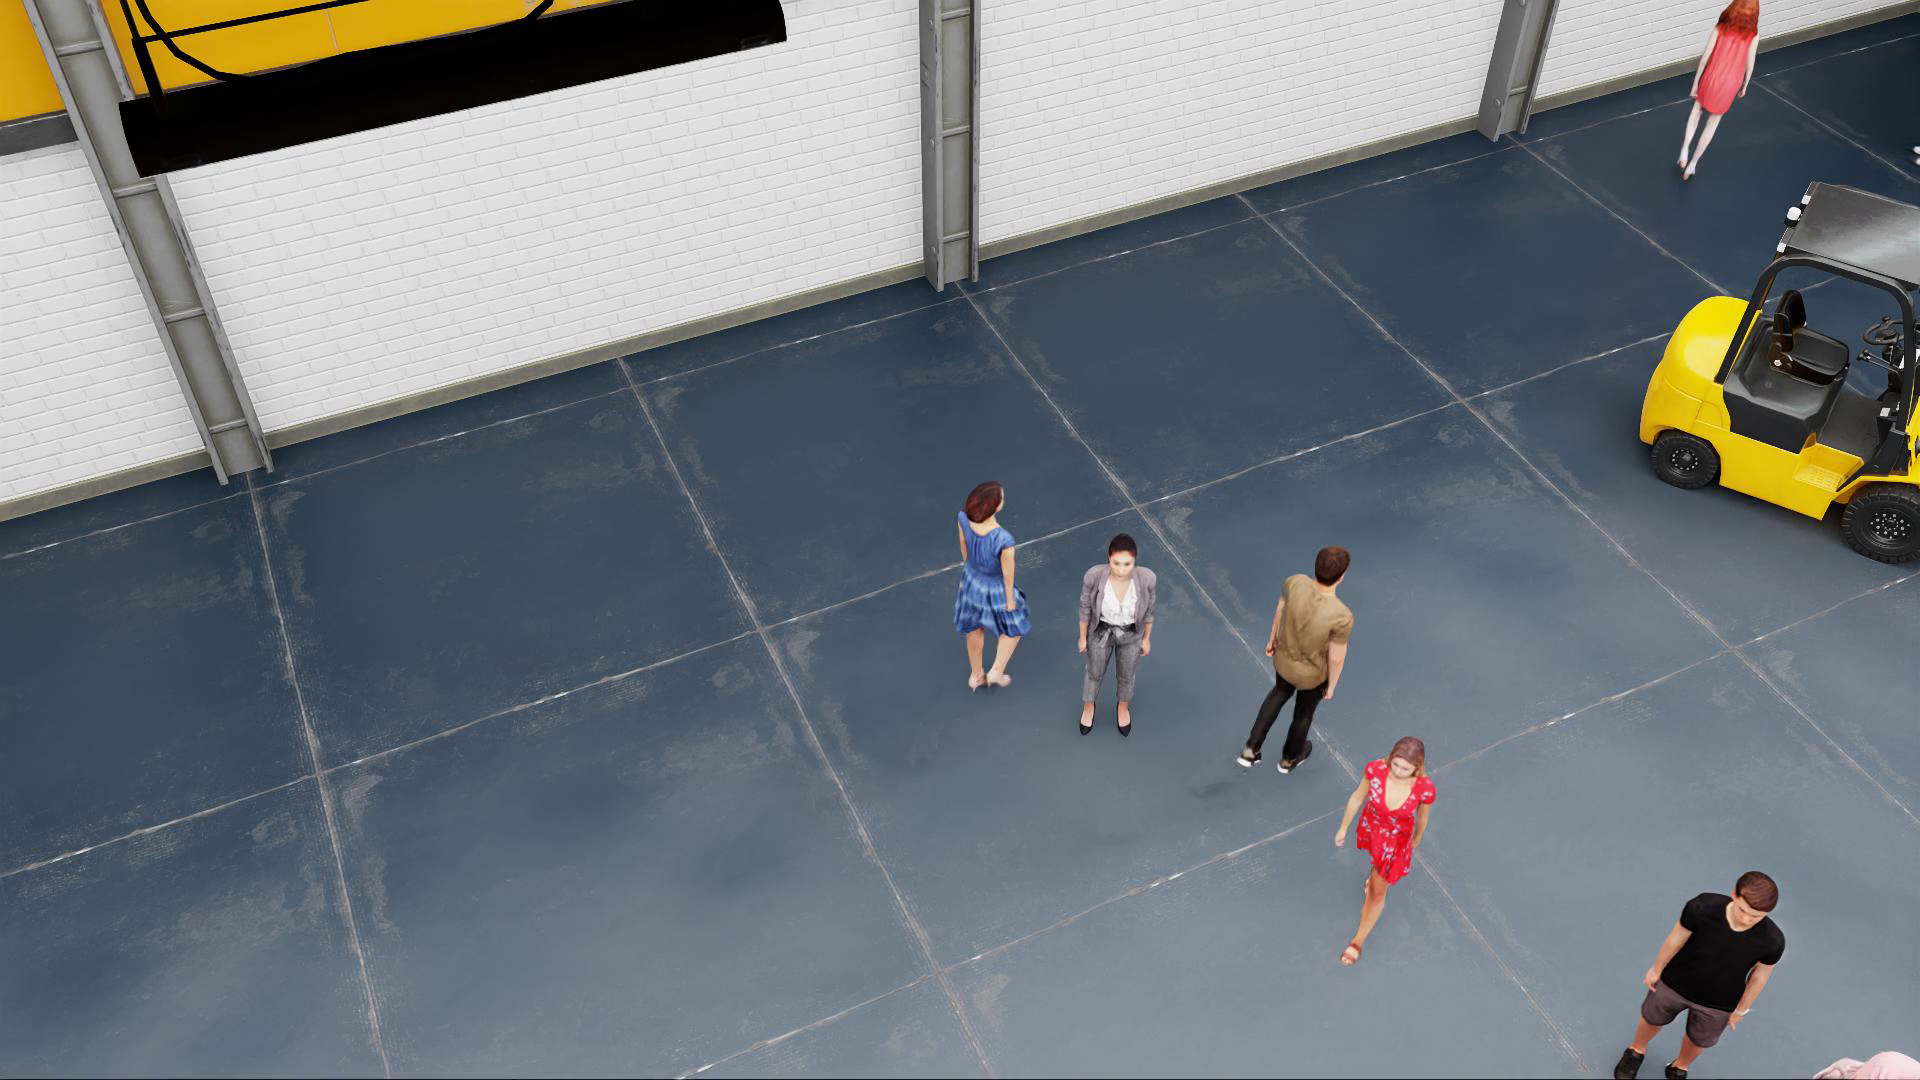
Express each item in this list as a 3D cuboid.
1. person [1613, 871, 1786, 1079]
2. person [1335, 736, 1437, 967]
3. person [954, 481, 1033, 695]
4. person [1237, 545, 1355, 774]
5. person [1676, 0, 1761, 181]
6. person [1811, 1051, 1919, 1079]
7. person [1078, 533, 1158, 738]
[{"bbox_3d":[3.802,2.257,8.510,0.745,1.860,0.757,25,49,24],"label":"person"},{"bbox_3d":[2.442,1.597,9.424,0.918,1.556,1.107,25,49,24],"label":"person"},{"bbox_3d":[0.128,0.381,10.524,0.796,1.799,0.836,31,52,28],"label":"person"},{"bbox_3d":[2.010,0.794,10.065,0.956,1.834,0.851,-29,51,-27],"label":"person"},{"bbox_3d":[6.926,-4.103,15.220,0.718,1.813,0.759,23,48,22],"label":"person"},{"bbox_3d":[4.097,2.943,7.832,0.647,1.802,0.674,-10,44,-10],"label":"person"},{"bbox_3d":[0.972,0.596,10.385,0.677,1.678,0.781,2,44,2],"label":"person"}]
